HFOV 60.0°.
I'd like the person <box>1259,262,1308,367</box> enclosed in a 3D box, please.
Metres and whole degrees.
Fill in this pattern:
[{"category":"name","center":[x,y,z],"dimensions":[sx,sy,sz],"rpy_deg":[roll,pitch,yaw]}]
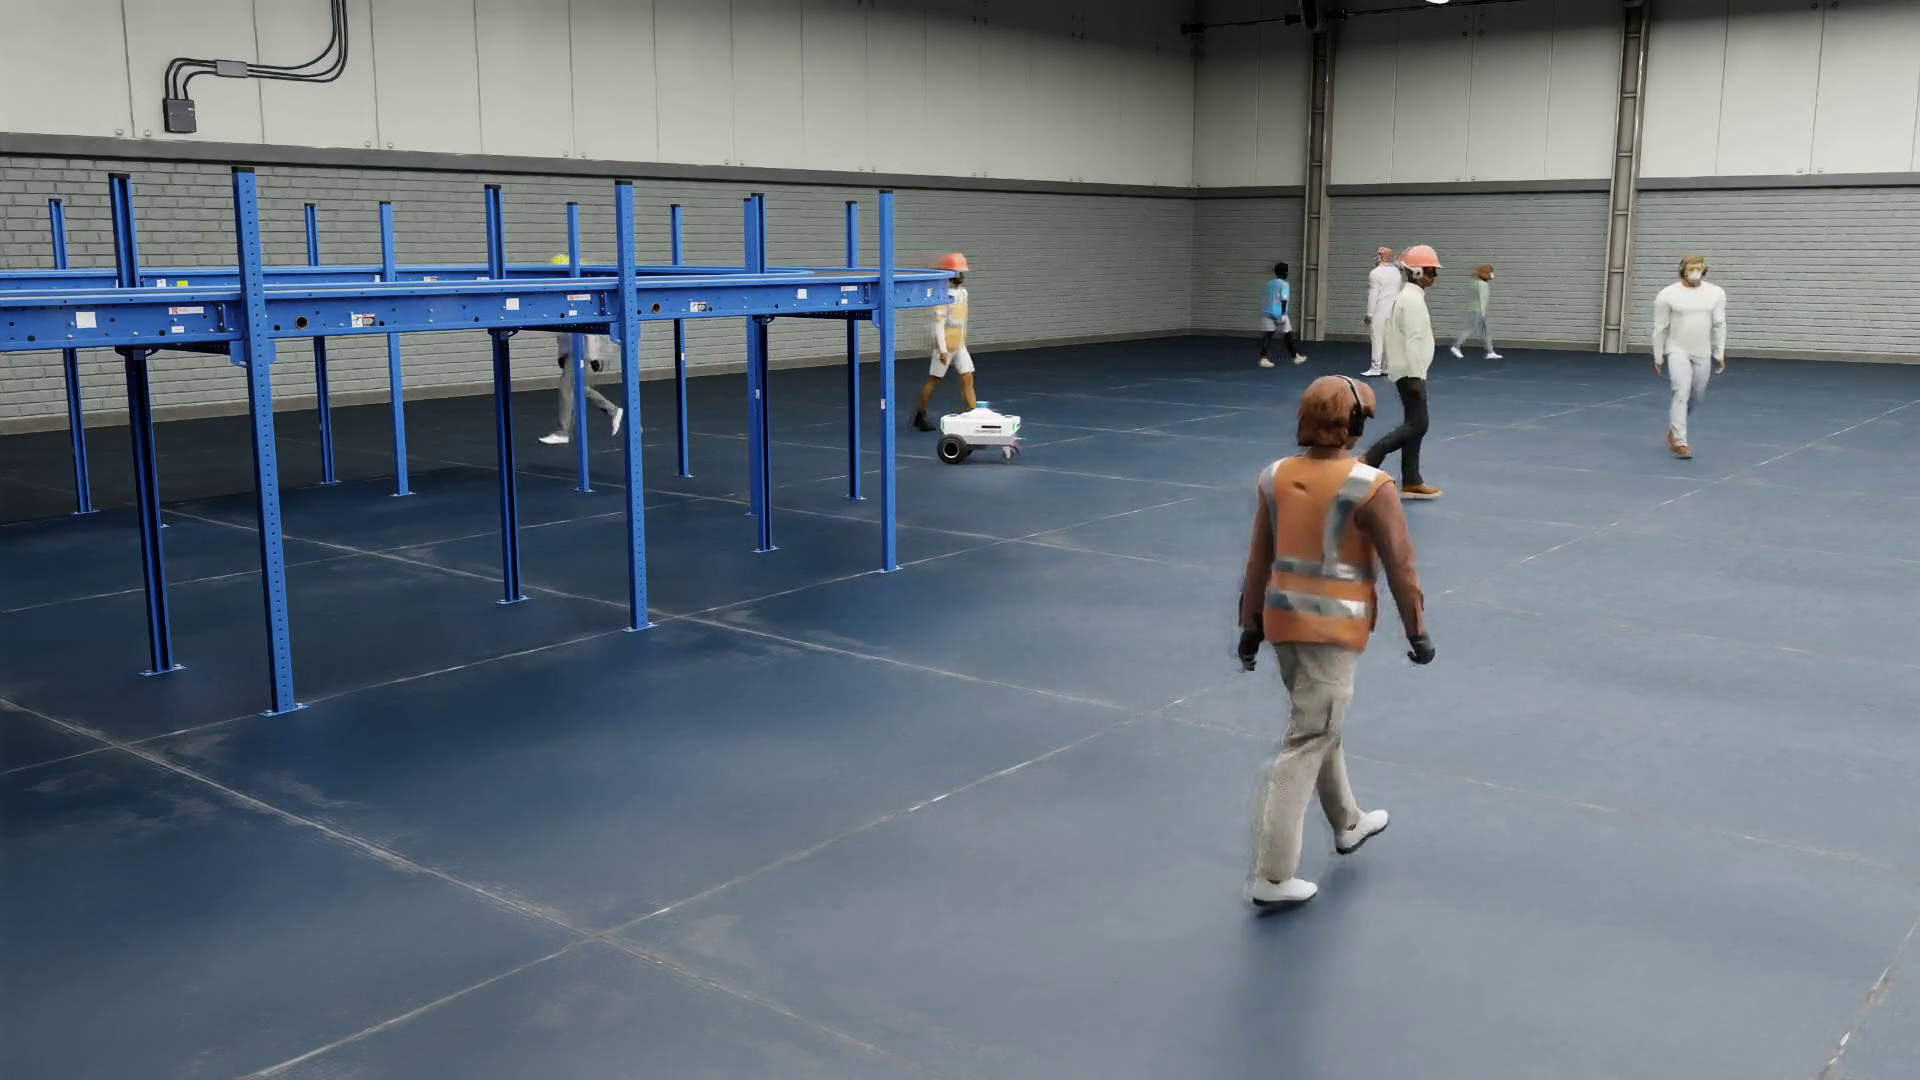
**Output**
[{"category":"person","center":[5.141,-3.580,26.474],"dimensions":[0.847,1.649,0.557],"rpy_deg":[-4,11,-23]}]

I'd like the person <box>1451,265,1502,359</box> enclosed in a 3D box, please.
[{"category":"person","center":[8.902,-3.930,28.609],"dimensions":[0.817,1.600,0.510],"rpy_deg":[5,11,25]}]

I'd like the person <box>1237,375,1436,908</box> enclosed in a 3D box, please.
[{"category":"person","center":[1.181,0.297,5.162],"dimensions":[0.841,1.597,0.515],"rpy_deg":[-7,12,-33]}]

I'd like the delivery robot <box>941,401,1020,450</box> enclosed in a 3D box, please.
[{"category":"delivery robot","center":[0.191,-1.031,15.286],"dimensions":[0.707,0.478,0.477],"rpy_deg":[2,10,9]}]

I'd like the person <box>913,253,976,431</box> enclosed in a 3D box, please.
[{"category":"person","center":[-0.101,-2.062,17.482],"dimensions":[1.018,1.886,0.566],"rpy_deg":[8,13,38]}]

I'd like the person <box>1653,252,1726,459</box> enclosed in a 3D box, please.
[{"category":"person","center":[6.856,-1.764,15.732],"dimensions":[0.630,1.914,0.874],"rpy_deg":[1,10,4]}]

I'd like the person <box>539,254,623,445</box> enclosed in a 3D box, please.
[{"category":"person","center":[-3.795,-1.911,16.637],"dimensions":[0.876,1.889,0.599],"rpy_deg":[-7,12,-33]}]

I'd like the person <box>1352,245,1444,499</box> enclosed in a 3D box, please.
[{"category":"person","center":[3.461,-1.301,12.979],"dimensions":[0.606,1.979,0.639],"rpy_deg":[2,10,12]}]

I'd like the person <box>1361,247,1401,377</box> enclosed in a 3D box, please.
[{"category":"person","center":[6.251,-3.389,24.749],"dimensions":[0.645,1.908,0.408],"rpy_deg":[-8,13,-38]}]

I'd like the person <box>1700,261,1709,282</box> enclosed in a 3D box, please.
[{"category":"person","center":[10.522,-3.151,23.830],"dimensions":[0.323,1.768,0.529],"rpy_deg":[7,12,35]}]
